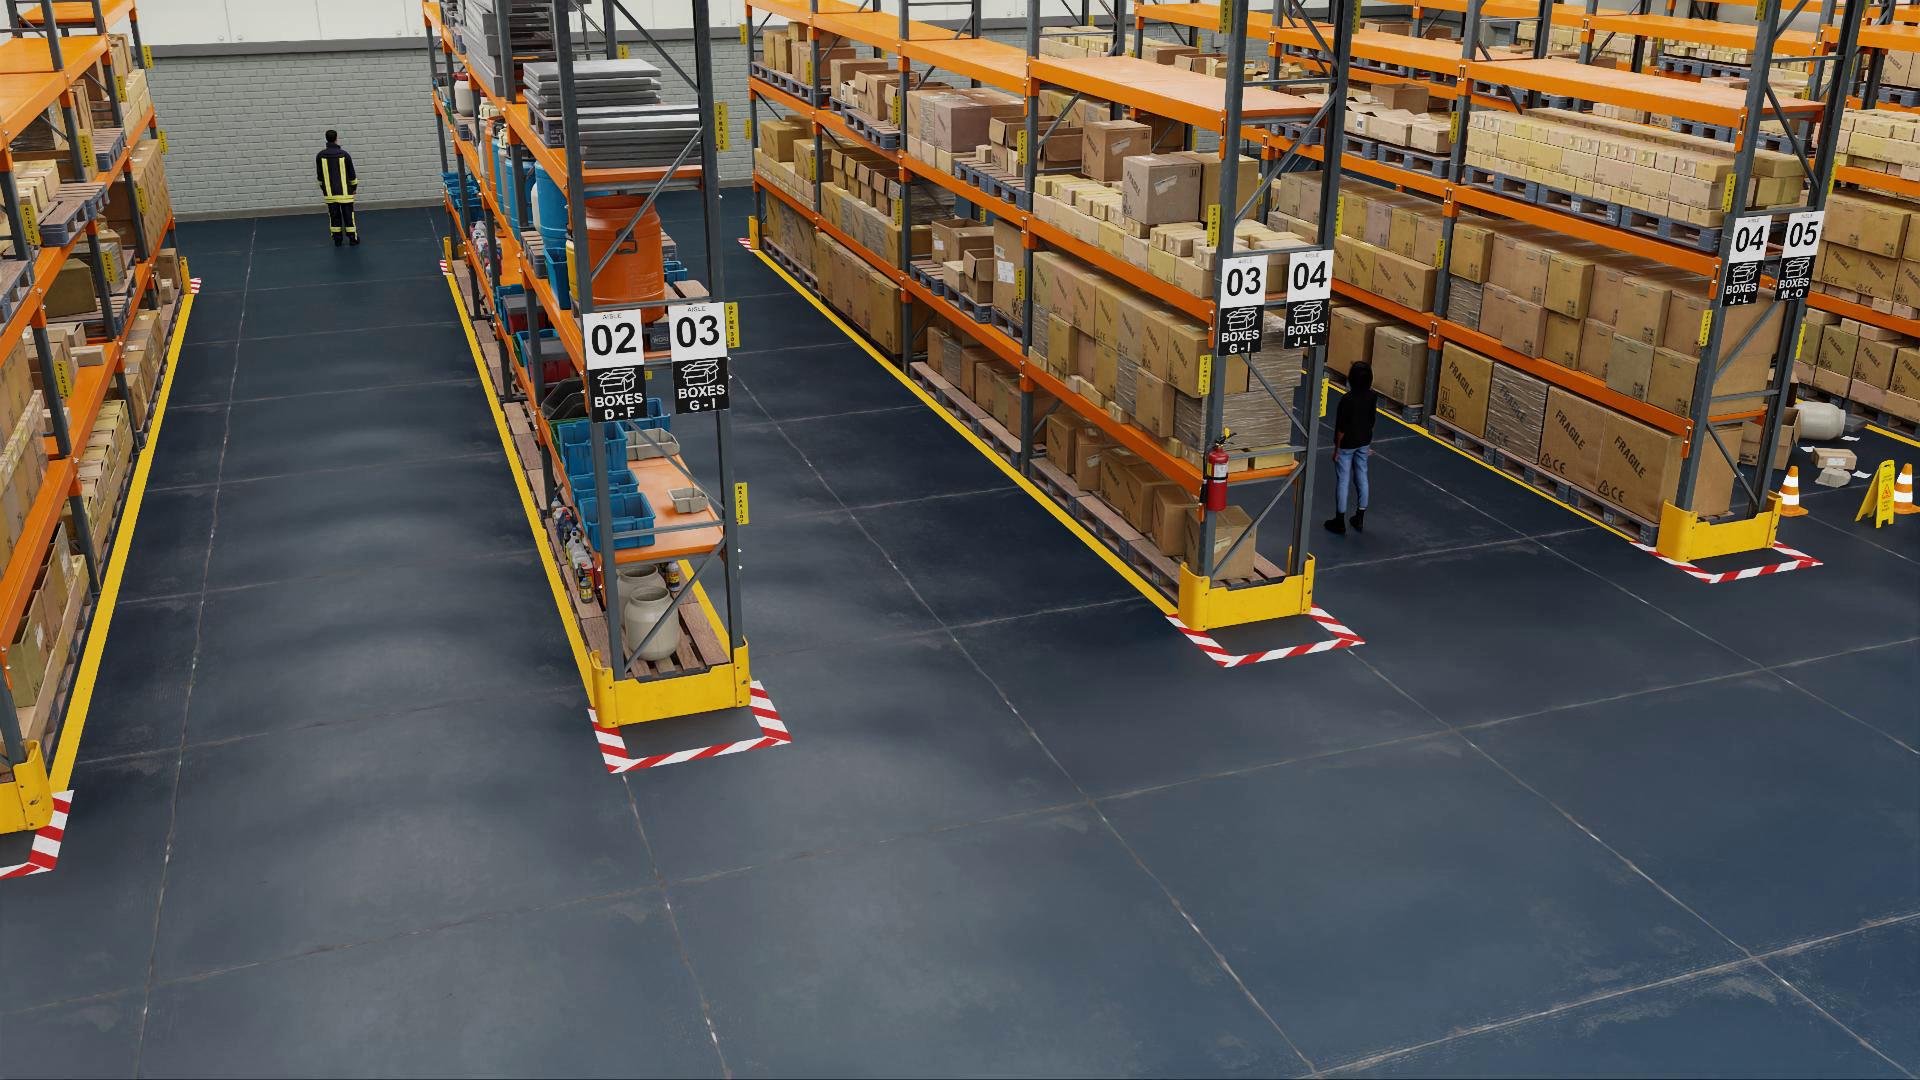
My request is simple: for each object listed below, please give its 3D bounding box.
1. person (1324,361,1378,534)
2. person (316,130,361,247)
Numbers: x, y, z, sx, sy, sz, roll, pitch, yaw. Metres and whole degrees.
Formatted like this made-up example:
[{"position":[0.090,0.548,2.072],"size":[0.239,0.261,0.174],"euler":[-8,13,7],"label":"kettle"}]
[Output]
[{"position":[3.780,-0.899,15.998],"size":[0.563,1.701,0.521],"euler":[-8,24,-19],"label":"person"},{"position":[-10.486,-5.940,28.026],"size":[0.824,1.927,0.705],"euler":[-5,23,-11],"label":"person"}]
